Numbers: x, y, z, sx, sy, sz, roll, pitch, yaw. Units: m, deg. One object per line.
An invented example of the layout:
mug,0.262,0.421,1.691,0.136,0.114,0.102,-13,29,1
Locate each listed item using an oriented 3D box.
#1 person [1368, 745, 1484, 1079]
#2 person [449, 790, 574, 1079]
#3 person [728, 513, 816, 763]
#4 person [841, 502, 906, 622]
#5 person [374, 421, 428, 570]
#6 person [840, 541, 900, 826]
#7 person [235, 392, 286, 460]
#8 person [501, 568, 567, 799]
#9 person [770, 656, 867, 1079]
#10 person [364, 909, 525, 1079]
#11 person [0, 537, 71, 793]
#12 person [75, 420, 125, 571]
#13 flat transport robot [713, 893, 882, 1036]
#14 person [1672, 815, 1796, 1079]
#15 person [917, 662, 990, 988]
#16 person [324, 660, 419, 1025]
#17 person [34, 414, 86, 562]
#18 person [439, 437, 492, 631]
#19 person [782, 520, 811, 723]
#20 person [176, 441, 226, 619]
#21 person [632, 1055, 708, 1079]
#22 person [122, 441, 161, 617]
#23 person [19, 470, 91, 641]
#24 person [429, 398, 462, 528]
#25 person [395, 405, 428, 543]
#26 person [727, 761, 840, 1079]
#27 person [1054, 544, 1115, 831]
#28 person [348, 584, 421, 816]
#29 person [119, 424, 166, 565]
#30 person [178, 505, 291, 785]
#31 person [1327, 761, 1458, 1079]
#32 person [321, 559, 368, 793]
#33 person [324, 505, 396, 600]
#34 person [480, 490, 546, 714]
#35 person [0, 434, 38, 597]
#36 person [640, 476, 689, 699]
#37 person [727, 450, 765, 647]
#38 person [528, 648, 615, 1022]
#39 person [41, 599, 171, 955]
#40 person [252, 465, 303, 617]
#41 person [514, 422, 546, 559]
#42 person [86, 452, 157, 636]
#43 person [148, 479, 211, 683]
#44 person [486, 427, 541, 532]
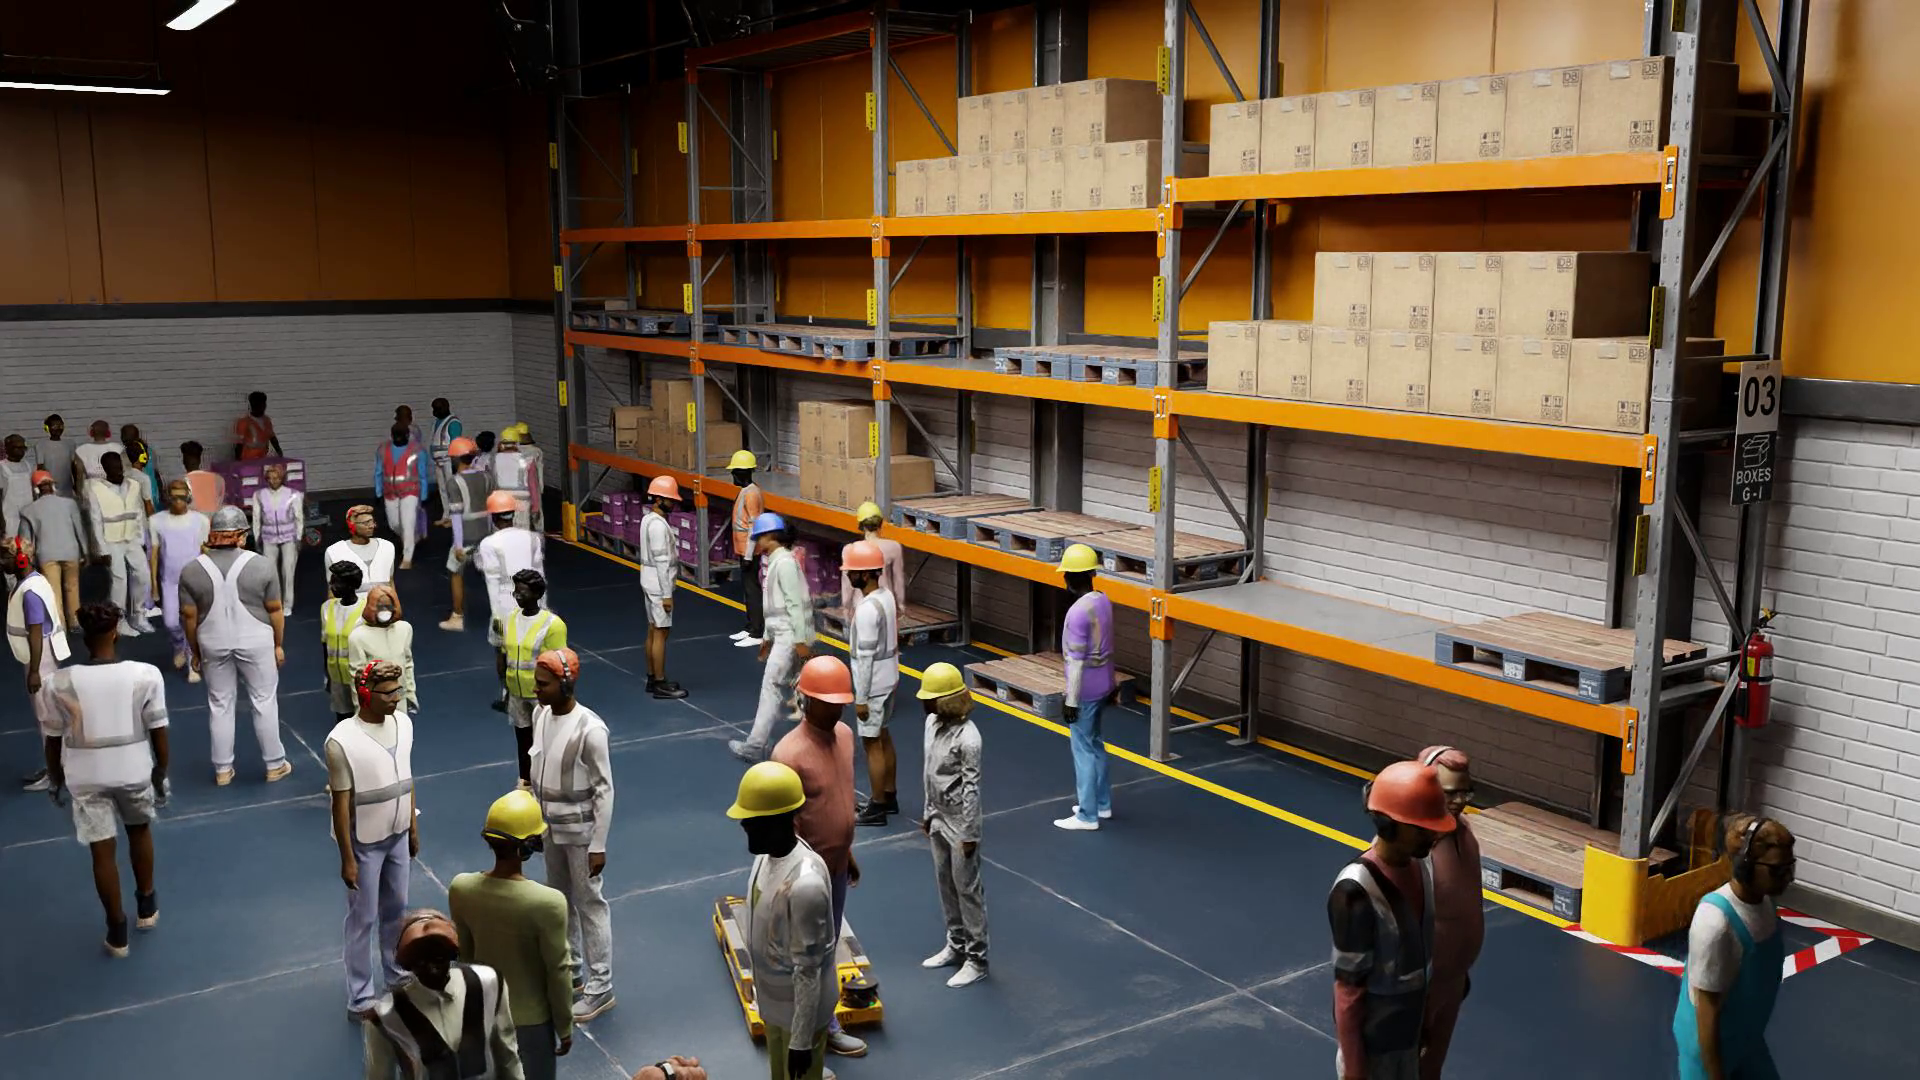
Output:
person,1.865,1.741,6.607,0.402,1.904,0.638,9,13,42
person,-1.728,1.836,6.475,0.523,1.762,0.337,3,10,17
person,-1.368,0.748,12.504,0.828,1.881,0.666,-1,10,-4
person,-0.734,0.541,14.090,0.561,1.747,0.349,-1,10,-9
person,-6.852,-0.580,20.493,0.631,1.815,0.793,1,10,4
person,-0.605,0.961,11.124,0.379,1.933,0.547,2,10,13
person,-9.929,-1.157,23.608,1.052,1.892,0.613,2,10,9
person,-2.923,1.029,11.389,0.532,1.696,0.319,4,11,23
person,-0.647,1.506,7.726,0.392,1.991,0.613,5,11,26
person,-1.724,2.035,5.660,0.541,1.625,0.470,-7,12,-35
person,-6.586,0.875,11.901,0.387,1.837,0.560,-7,12,-34
person,-10.491,-0.559,20.381,0.572,1.801,0.881,-4,11,-24
flat transport robot,-0.889,2.183,8.790,0.652,0.197,1.431,-3,10,-16
person,2.857,1.881,6.000,0.559,1.821,0.698,-8,12,-38
person,-0.053,1.476,8.691,0.374,1.729,0.482,-5,11,-28
person,-2.907,1.491,8.273,0.394,1.836,0.560,3,10,19
person,-11.133,-0.625,20.572,0.328,1.877,0.513,7,12,35
person,-4.857,-0.039,16.777,0.951,2.013,0.619,4,11,24
person,-1.392,0.644,13.736,0.316,1.672,0.625,1,10,3
person,-7.888,-0.079,17.272,1.009,1.906,0.593,8,13,40
person,-0.797,2.214,4.597,0.306,1.640,0.522,-8,12,-38
person,-8.664,-0.112,17.619,0.512,1.860,0.329,6,12,33
person,-9.009,0.151,16.584,0.586,1.677,0.893,-6,11,-32
person,-7.256,-1.092,23.463,0.635,1.830,0.429,9,13,44
person,-7.327,-0.876,22.157,0.338,1.836,0.517,1,10,7
person,-0.672,1.775,6.375,0.402,1.919,0.582,-4,11,-23
person,0.822,0.977,11.063,0.405,1.917,0.584,4,10,21
person,-3.856,1.097,11.170,0.288,1.632,0.501,6,12,33
person,-9.902,-0.513,20.211,0.993,1.797,0.515,4,10,22
person,-5.223,0.747,12.035,0.675,2.000,0.537,-2,10,-11
person,1.561,1.777,6.028,0.411,2.032,0.611,8,13,41
person,-4.276,0.966,11.745,0.536,1.699,0.322,3,10,19
person,-4.762,0.630,13.283,0.570,1.847,0.383,-9,13,-43
person,-3.602,0.547,13.692,0.562,1.896,0.818,-9,13,-43
person,-10.535,-0.272,18.606,0.346,1.839,0.501,4,11,23
person,-2.565,0.406,14.369,0.374,1.928,0.543,-4,10,-21
person,-2.085,0.080,16.281,0.363,1.928,0.587,-2,10,-13
person,-1.952,1.459,8.316,0.578,1.882,0.346,9,13,43
person,-4.725,1.280,9.221,0.612,1.936,0.748,-6,11,-32
person,-7.216,0.003,17.632,0.515,1.624,0.405,-2,10,-14
person,-5.456,-0.608,20.870,0.485,1.738,0.314,-6,11,-30
person,-8.339,0.047,16.612,0.555,1.882,0.658,4,10,22
person,-6.979,0.356,14.930,0.529,1.835,0.504,-4,10,-22
person,-5.235,-0.409,19.505,0.656,1.809,0.493,0,10,0
